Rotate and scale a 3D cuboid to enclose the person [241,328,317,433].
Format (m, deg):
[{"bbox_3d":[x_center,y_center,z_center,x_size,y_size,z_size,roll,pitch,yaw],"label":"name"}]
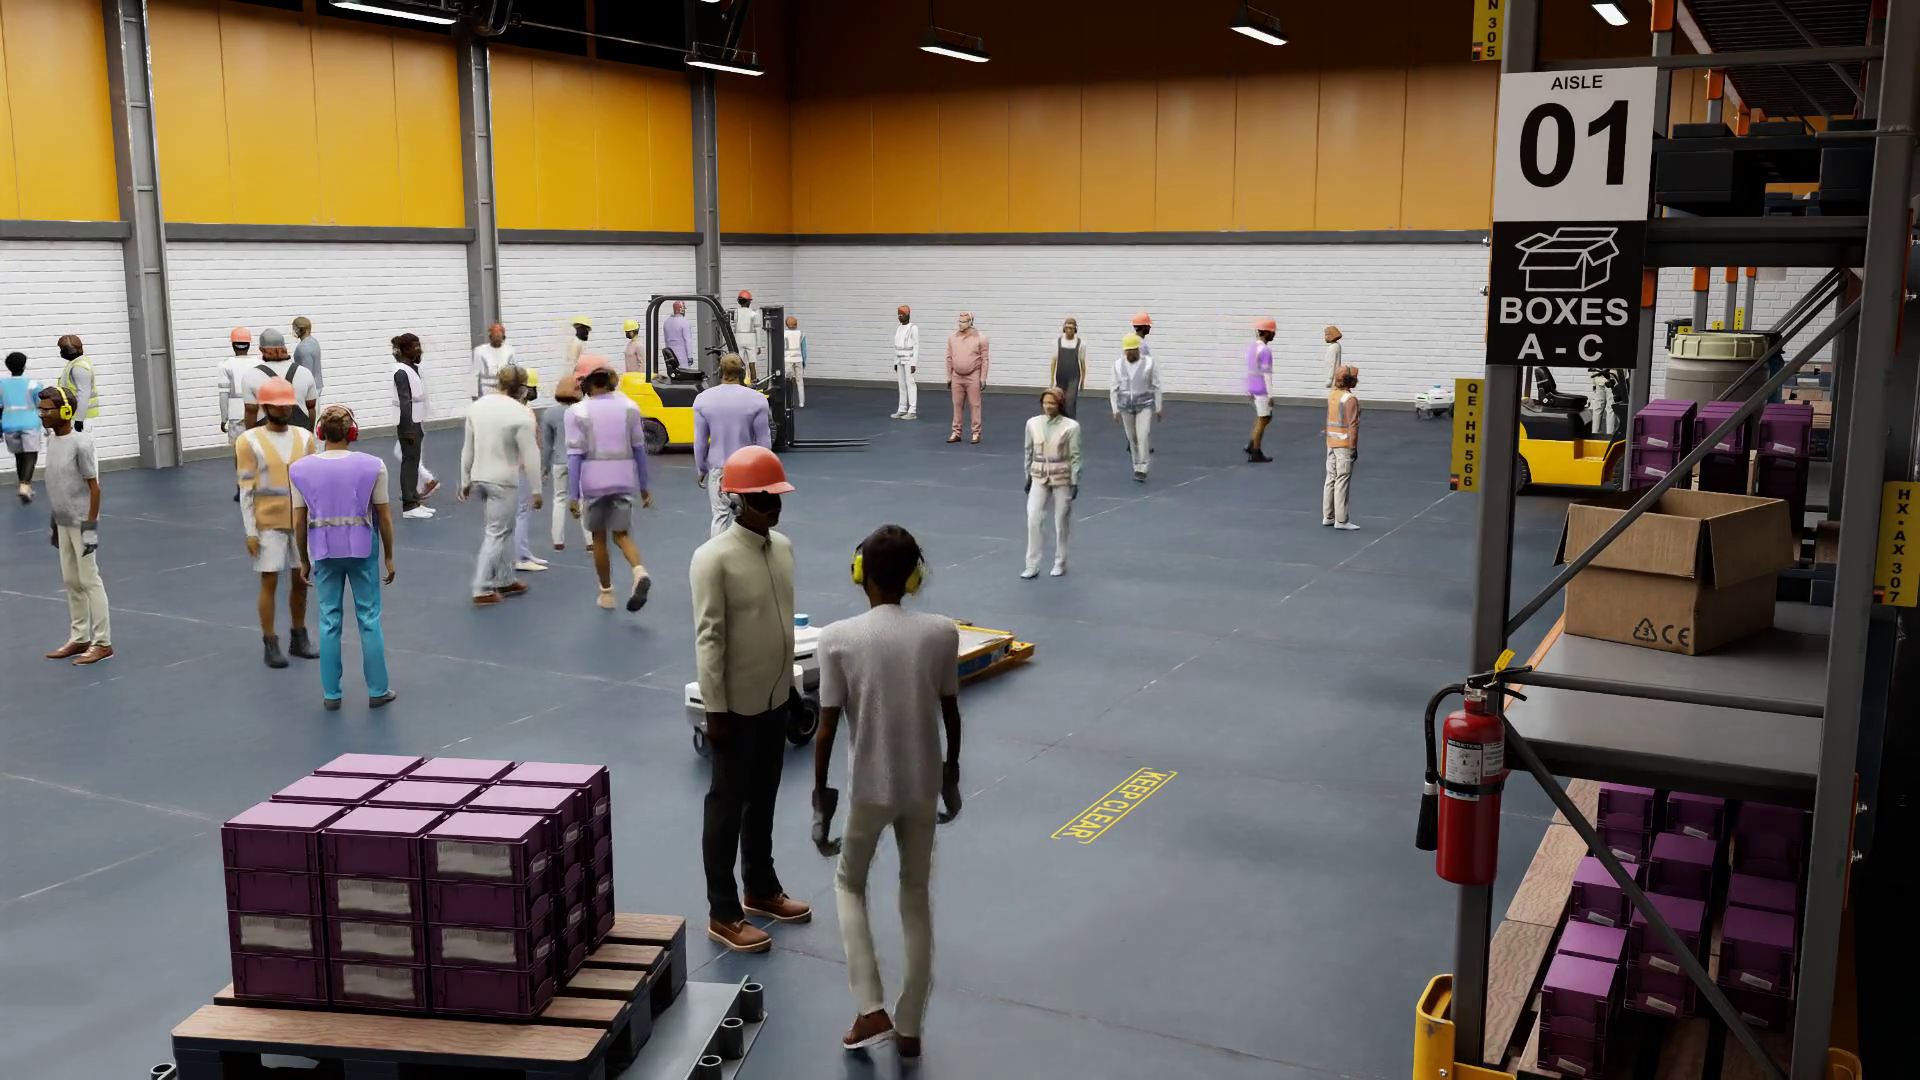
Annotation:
[{"bbox_3d":[-6.532,-1.012,15.931,0.681,2.000,0.538,-8,13,-40],"label":"person"}]

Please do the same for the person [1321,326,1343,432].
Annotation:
[{"bbox_3d":[5.717,-2.466,25.529,0.285,1.633,0.499,4,11,24],"label":"person"}]

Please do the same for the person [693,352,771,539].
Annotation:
[{"bbox_3d":[-1.868,-0.579,13.723,0.636,1.936,0.355,0,10,1],"label":"person"}]

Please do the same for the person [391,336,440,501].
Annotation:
[{"bbox_3d":[-6.064,-1.330,18.350,0.405,1.850,0.519,-2,10,-9],"label":"person"}]

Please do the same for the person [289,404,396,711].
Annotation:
[{"bbox_3d":[-3.691,0.113,9.982,0.566,1.846,0.389,-2,10,-12],"label":"person"}]

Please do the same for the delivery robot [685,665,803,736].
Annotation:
[{"bbox_3d":[-1.189,0.847,9.196,0.477,0.478,0.707,6,12,33],"label":"delivery robot"}]

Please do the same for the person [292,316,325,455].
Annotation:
[{"bbox_3d":[-8.437,-1.926,21.524,0.372,1.939,0.631,-2,10,-11],"label":"person"}]

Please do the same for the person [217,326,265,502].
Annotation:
[{"bbox_3d":[-7.911,-1.389,18.416,0.552,1.935,0.368,-7,12,-34],"label":"person"}]

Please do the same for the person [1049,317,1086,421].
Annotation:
[{"bbox_3d":[1.588,-2.355,24.356,0.524,1.823,0.745,2,10,12],"label":"person"}]

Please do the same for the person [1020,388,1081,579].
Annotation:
[{"bbox_3d":[0.740,-0.462,13.954,0.546,1.609,0.700,4,11,24],"label":"person"}]

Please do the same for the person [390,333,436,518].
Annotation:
[{"bbox_3d":[-5.727,-1.192,17.328,0.392,1.919,0.592,-2,10,-11],"label":"person"}]

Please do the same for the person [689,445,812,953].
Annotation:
[{"bbox_3d":[-0.824,0.615,6.643,0.381,1.996,0.608,5,11,27],"label":"person"}]

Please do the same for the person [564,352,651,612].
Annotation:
[{"bbox_3d":[-2.630,-0.406,12.549,0.658,2.002,0.754,-6,11,-30],"label":"person"}]

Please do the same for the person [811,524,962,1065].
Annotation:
[{"bbox_3d":[-0.235,0.864,5.638,0.554,1.841,0.400,-2,10,-14],"label":"person"}]

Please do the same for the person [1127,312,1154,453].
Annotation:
[{"bbox_3d":[2.486,-2.165,22.896,0.346,1.942,0.550,-1,10,-8],"label":"person"}]

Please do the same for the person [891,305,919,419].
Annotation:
[{"bbox_3d":[-0.905,-2.941,27.546,0.356,1.887,0.572,-7,12,-37],"label":"person"}]

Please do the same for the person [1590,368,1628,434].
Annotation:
[{"bbox_3d":[9.276,-2.254,23.732,0.404,1.828,0.600,-5,11,-26],"label":"person"}]

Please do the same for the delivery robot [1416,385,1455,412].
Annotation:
[{"bbox_3d":[7.926,-2.342,27.662,0.707,0.478,0.477,-6,11,-29],"label":"delivery robot"}]

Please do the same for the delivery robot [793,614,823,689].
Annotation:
[{"bbox_3d":[-0.971,0.694,10.081,0.707,0.478,0.477,-9,13,-42],"label":"delivery robot"}]

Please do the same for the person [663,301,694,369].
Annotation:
[{"bbox_3d":[-4.928,-3.266,29.369,0.642,1.909,0.410,8,12,38],"label":"person"}]

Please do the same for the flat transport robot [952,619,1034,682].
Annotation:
[{"bbox_3d":[-0.158,0.760,10.793,0.652,0.197,1.431,6,12,32],"label":"flat transport robot"}]

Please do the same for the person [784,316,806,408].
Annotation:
[{"bbox_3d":[-2.966,-3.147,29.455,0.523,1.638,0.310,-5,11,-26],"label":"person"}]

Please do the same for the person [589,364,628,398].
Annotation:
[{"bbox_3d":[-3.577,-0.976,16.903,0.499,1.633,0.284,5,11,25],"label":"person"}]

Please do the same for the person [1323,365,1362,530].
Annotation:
[{"bbox_3d":[3.811,-0.921,16.574,0.310,1.636,0.523,-2,10,-14],"label":"person"}]

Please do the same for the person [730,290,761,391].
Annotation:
[{"bbox_3d":[-4.087,-3.724,31.640,0.609,2.040,0.395,0,10,1],"label":"person"}]

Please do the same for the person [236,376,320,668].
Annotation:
[{"bbox_3d":[-4.514,-0.127,11.108,0.371,1.938,0.545,9,13,42],"label":"person"}]

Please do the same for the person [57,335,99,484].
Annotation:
[{"bbox_3d":[-9.909,-1.386,18.698,0.429,1.838,0.622,-5,11,-28],"label":"person"}]

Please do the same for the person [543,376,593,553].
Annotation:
[{"bbox_3d":[-3.572,-0.690,15.277,0.511,1.632,0.281,2,10,9],"label":"person"}]

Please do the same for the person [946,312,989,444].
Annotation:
[{"bbox_3d":[0.091,-2.341,24.028,0.642,1.905,0.399,4,11,22],"label":"person"}]

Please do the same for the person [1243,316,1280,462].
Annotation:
[{"bbox_3d":[3.983,-1.965,21.799,0.409,1.918,0.565,-2,10,-9],"label":"person"}]

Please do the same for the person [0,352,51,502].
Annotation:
[{"bbox_3d":[-10.395,-1.252,18.413,0.531,1.669,0.782,-2,10,-12],"label":"person"}]

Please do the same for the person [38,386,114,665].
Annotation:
[{"bbox_3d":[-5.942,-0.097,11.131,0.513,1.872,0.331,7,12,34],"label":"person"}]

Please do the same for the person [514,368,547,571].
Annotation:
[{"bbox_3d":[-3.753,-0.609,14.410,0.334,1.764,0.534,-3,10,-18],"label":"person"}]

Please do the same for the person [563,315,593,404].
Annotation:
[{"bbox_3d":[-5.330,-2.178,23.144,0.519,1.879,0.622,-2,10,-12],"label":"person"}]

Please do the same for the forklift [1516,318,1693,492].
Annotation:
[{"bbox_3d":[7.066,-1.601,18.899,2.313,2.155,1.214,5,11,27],"label":"forklift"}]

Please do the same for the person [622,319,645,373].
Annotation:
[{"bbox_3d":[-4.876,-2.418,24.885,0.319,1.763,0.522,-7,12,-34],"label":"person"}]

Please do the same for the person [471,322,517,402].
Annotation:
[{"bbox_3d":[-6.276,-2.016,22.372,0.601,1.840,0.913,-5,11,-26],"label":"person"}]

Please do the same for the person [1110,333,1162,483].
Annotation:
[{"bbox_3d":[2.081,-1.577,19.926,0.603,1.786,0.849,4,10,21],"label":"person"}]

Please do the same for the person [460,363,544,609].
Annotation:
[{"bbox_3d":[-3.548,-0.430,12.998,0.640,1.889,0.747,6,12,32],"label":"person"}]

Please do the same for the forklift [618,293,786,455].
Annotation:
[{"bbox_3d":[-3.588,-2.317,23.042,2.313,2.155,1.214,-1,10,-5],"label":"forklift"}]
